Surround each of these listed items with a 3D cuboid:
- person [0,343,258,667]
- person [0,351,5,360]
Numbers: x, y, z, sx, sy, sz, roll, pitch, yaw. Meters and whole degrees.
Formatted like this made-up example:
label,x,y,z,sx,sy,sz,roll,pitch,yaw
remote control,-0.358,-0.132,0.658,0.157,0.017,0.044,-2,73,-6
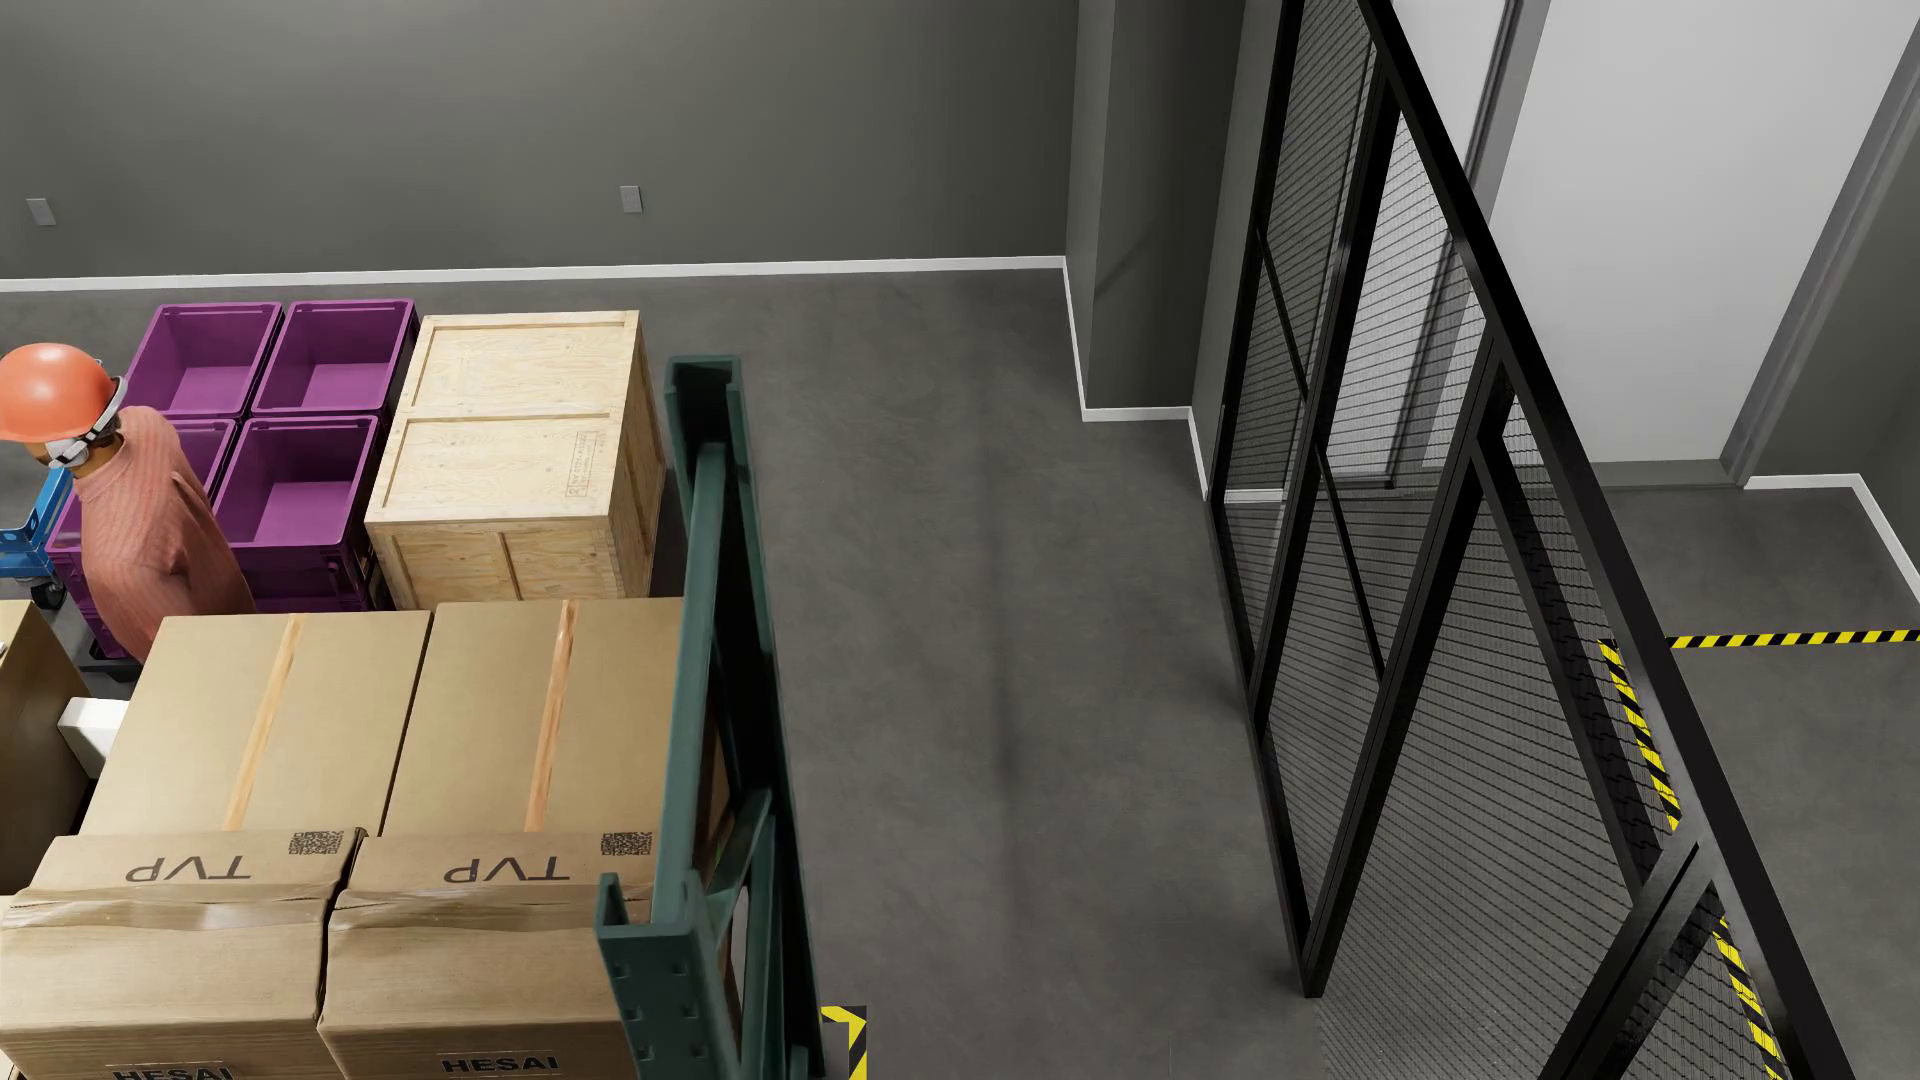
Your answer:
label,x,y,z,sx,sy,sz,roll,pitch,yaw
person,-2.068,0.266,4.464,0.397,1.992,0.623,-12,48,-11
person,-4.038,-1.267,5.967,0.372,1.940,0.632,-4,46,-3
